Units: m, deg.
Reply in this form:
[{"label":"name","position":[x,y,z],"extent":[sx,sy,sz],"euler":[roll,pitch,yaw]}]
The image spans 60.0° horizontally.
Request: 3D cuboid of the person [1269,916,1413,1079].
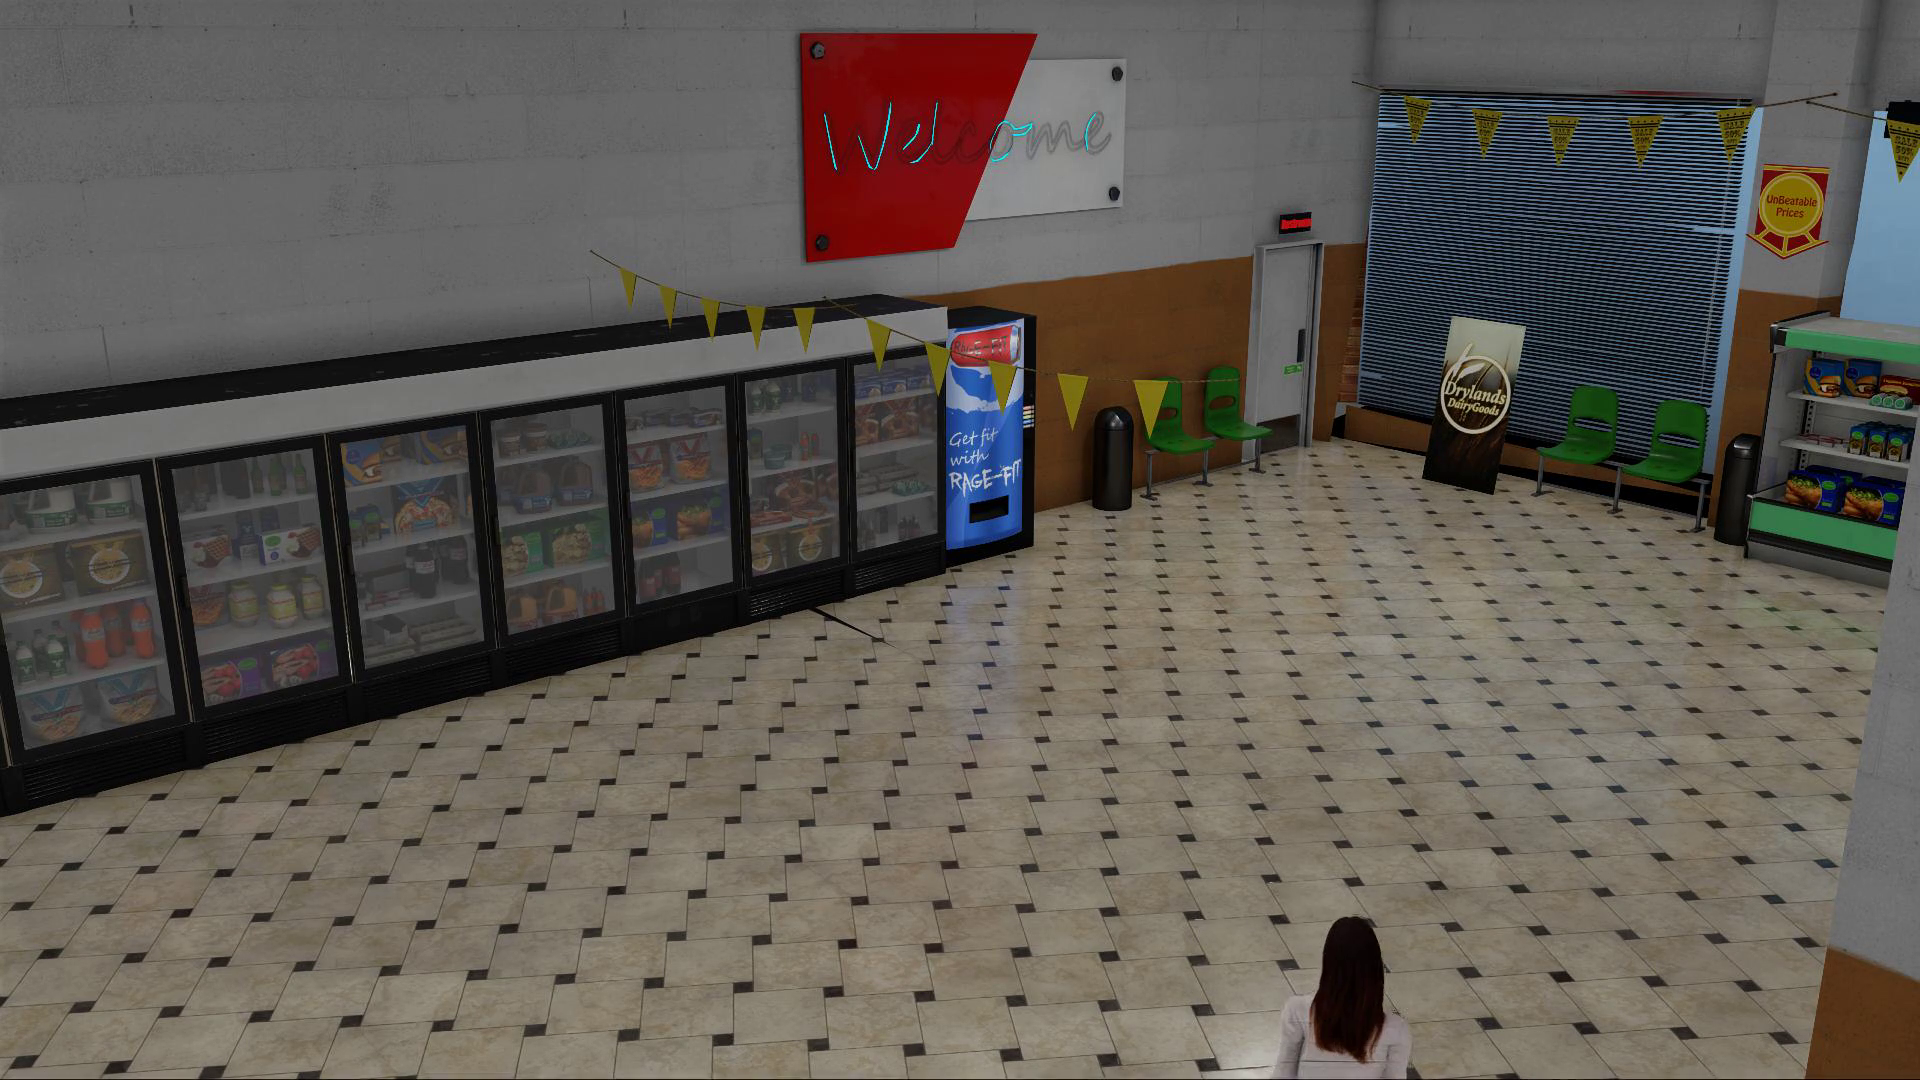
[{"label":"person","position":[1.249,2.077,5.525],"extent":[1.116,1.655,1.065],"euler":[4,17,14]}]
